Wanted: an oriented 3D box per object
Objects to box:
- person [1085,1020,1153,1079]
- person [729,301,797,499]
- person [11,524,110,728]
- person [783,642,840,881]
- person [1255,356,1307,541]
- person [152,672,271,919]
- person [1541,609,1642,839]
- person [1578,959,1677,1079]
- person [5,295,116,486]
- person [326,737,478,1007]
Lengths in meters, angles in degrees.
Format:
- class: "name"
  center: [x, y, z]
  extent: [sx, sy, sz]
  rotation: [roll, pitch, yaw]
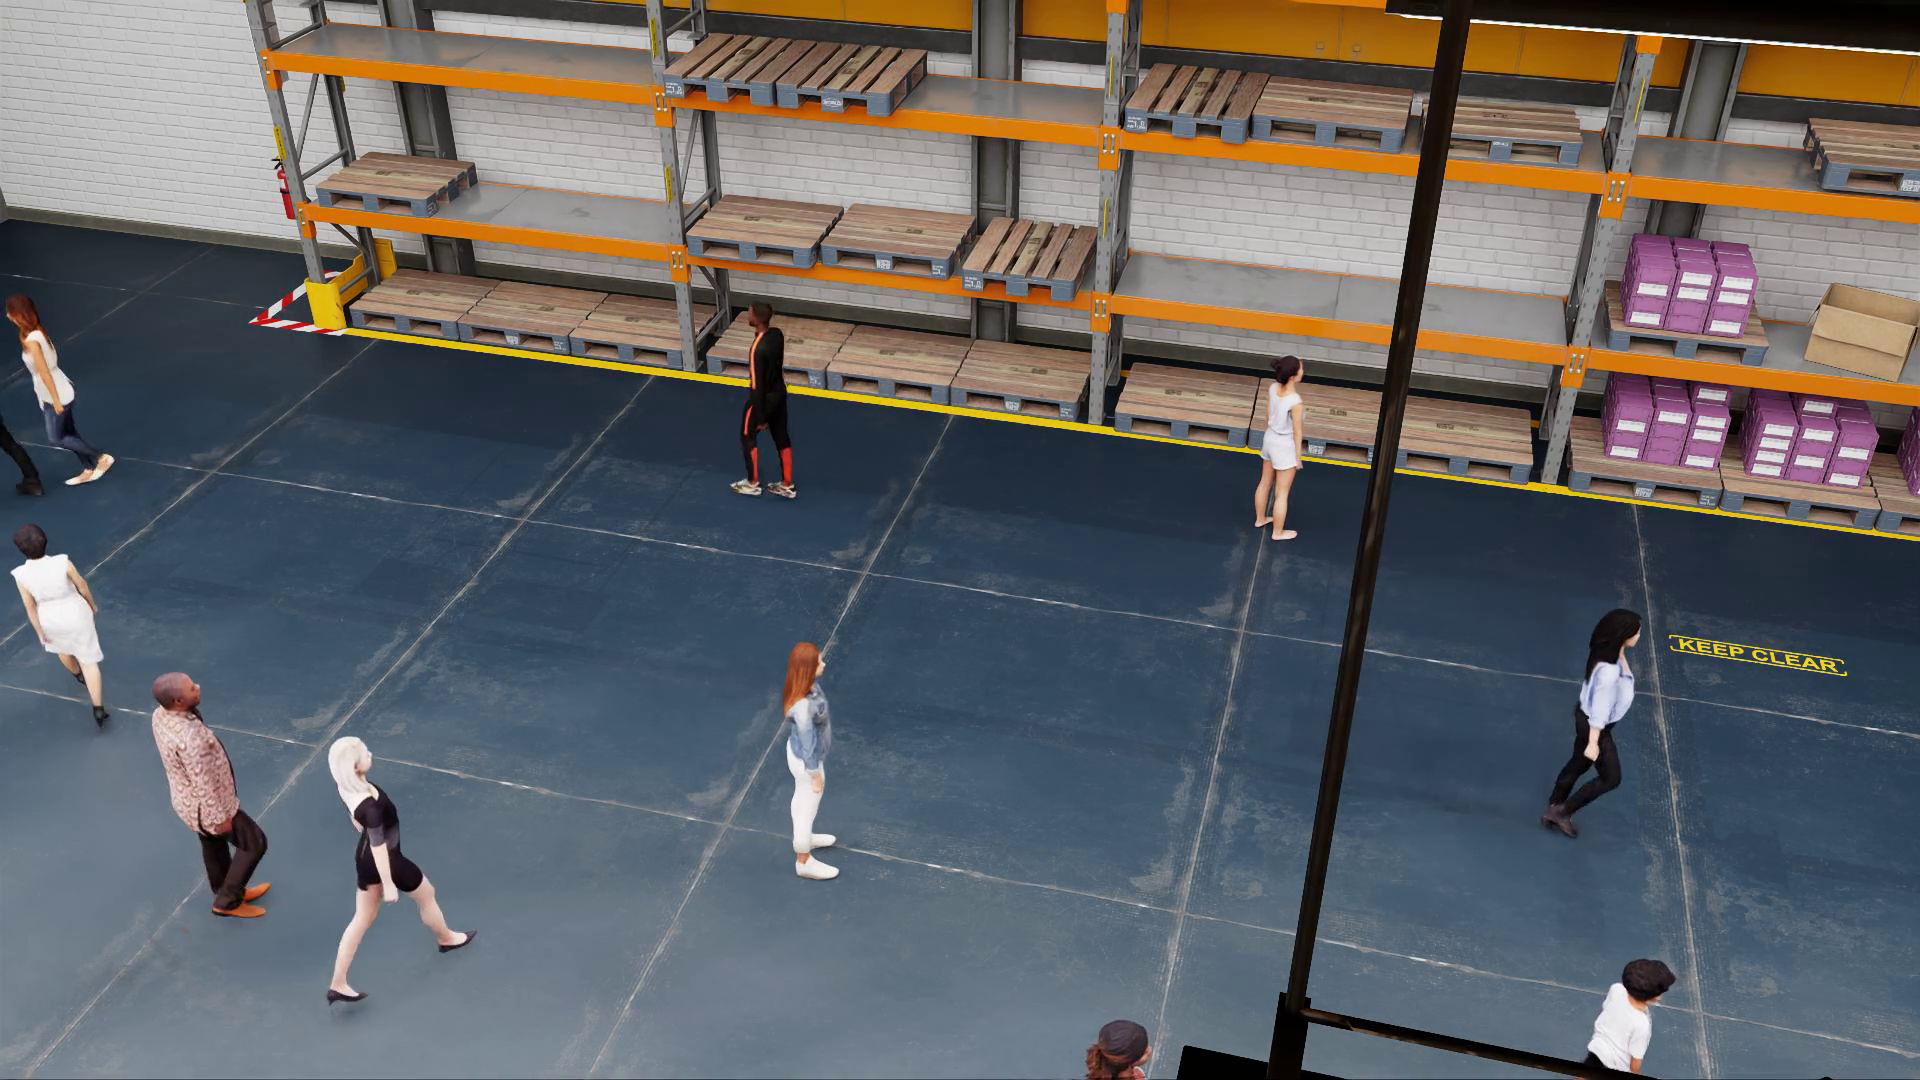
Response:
- class: "person"
  center: [0.617, 2.882, 7.816]
  extent: [1.189, 1.684, 0.894]
  rotation: [-5, 34, -7]
- class: "person"
  center: [-1.512, -1.134, 13.759]
  extent: [0.859, 1.792, 0.742]
  rotation: [17, 37, 24]
- class: "person"
  center: [-6.115, 0.600, 11.402]
  extent: [0.989, 1.514, 0.973]
  rotation: [-13, 36, -19]
- class: "person"
  center: [-0.944, 1.323, 10.147]
  extent: [0.646, 1.700, 0.684]
  rotation: [-4, 34, -6]
- class: "person"
  center: [2.574, -0.748, 13.349]
  extent: [0.723, 1.604, 0.665]
  rotation: [-17, 37, -24]
- class: "person"
  center: [-4.482, 1.555, 9.710]
  extent: [0.881, 1.798, 0.775]
  rotation: [-26, 42, -34]
- class: "person"
  center: [3.852, 1.155, 10.372]
  extent: [0.617, 1.731, 0.667]
  rotation: [11, 35, 16]
- class: "person"
  center: [3.384, 2.626, 8.593]
  extent: [0.604, 1.250, 0.569]
  rotation: [-9, 35, -13]
- class: "person"
  center: [-7.486, -1.242, 13.941]
  extent: [0.841, 1.772, 0.786]
  rotation: [-13, 36, -19]
- class: "person"
  center: [-3.309, 1.865, 9.252]
  extent: [1.165, 1.788, 1.031]
  rotation: [28, 43, 35]
